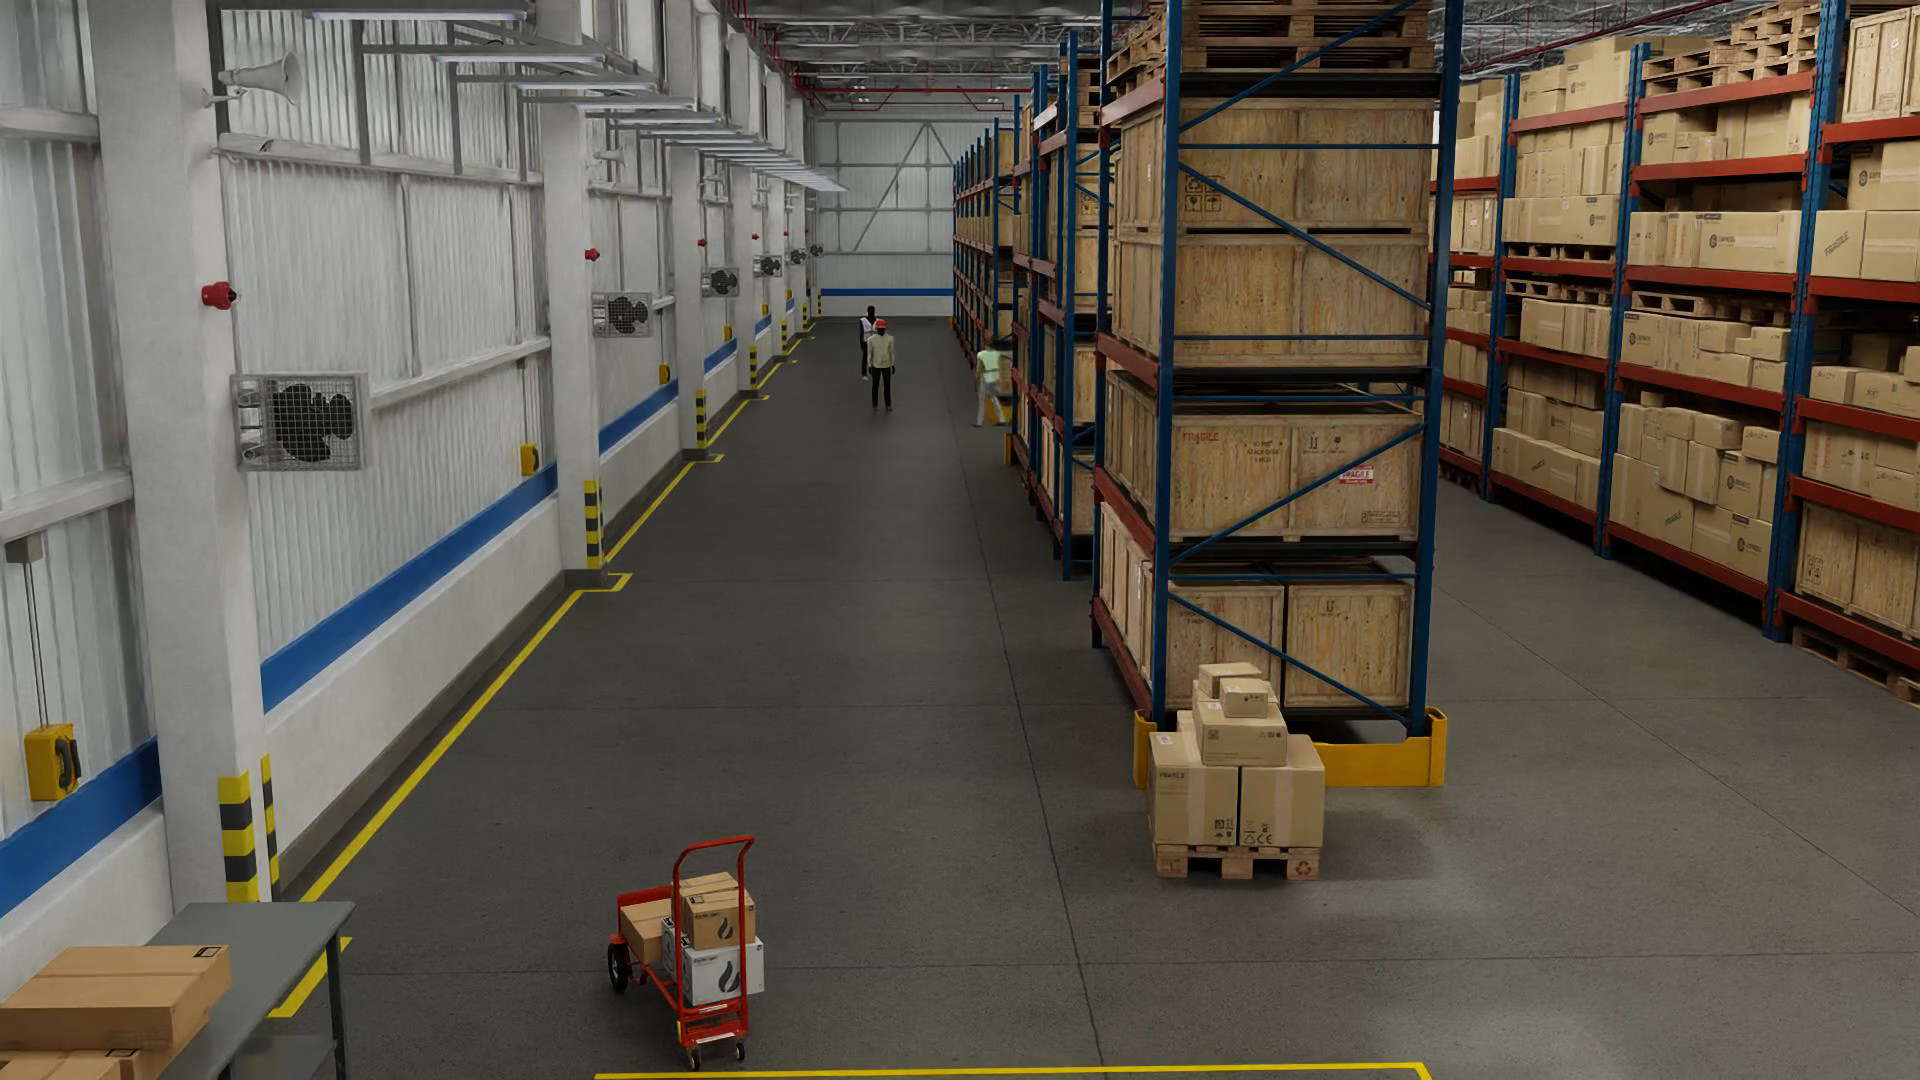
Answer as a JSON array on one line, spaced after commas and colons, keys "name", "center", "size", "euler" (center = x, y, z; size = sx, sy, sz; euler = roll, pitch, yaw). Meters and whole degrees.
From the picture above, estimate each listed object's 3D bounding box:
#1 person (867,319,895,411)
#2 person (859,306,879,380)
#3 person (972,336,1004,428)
[{"name": "person", "center": [-1.683, -3.752, 35.709], "size": [0.618, 1.986, 0.407], "euler": [-3, 11, -15]}, {"name": "person", "center": [-2.305, -5.065, 42.744], "size": [0.589, 1.910, 0.394], "euler": [-6, 12, -28]}, {"name": "person", "center": [0.565, -3.116, 32.911], "size": [0.618, 1.819, 0.440], "euler": [-8, 14, -37]}]
